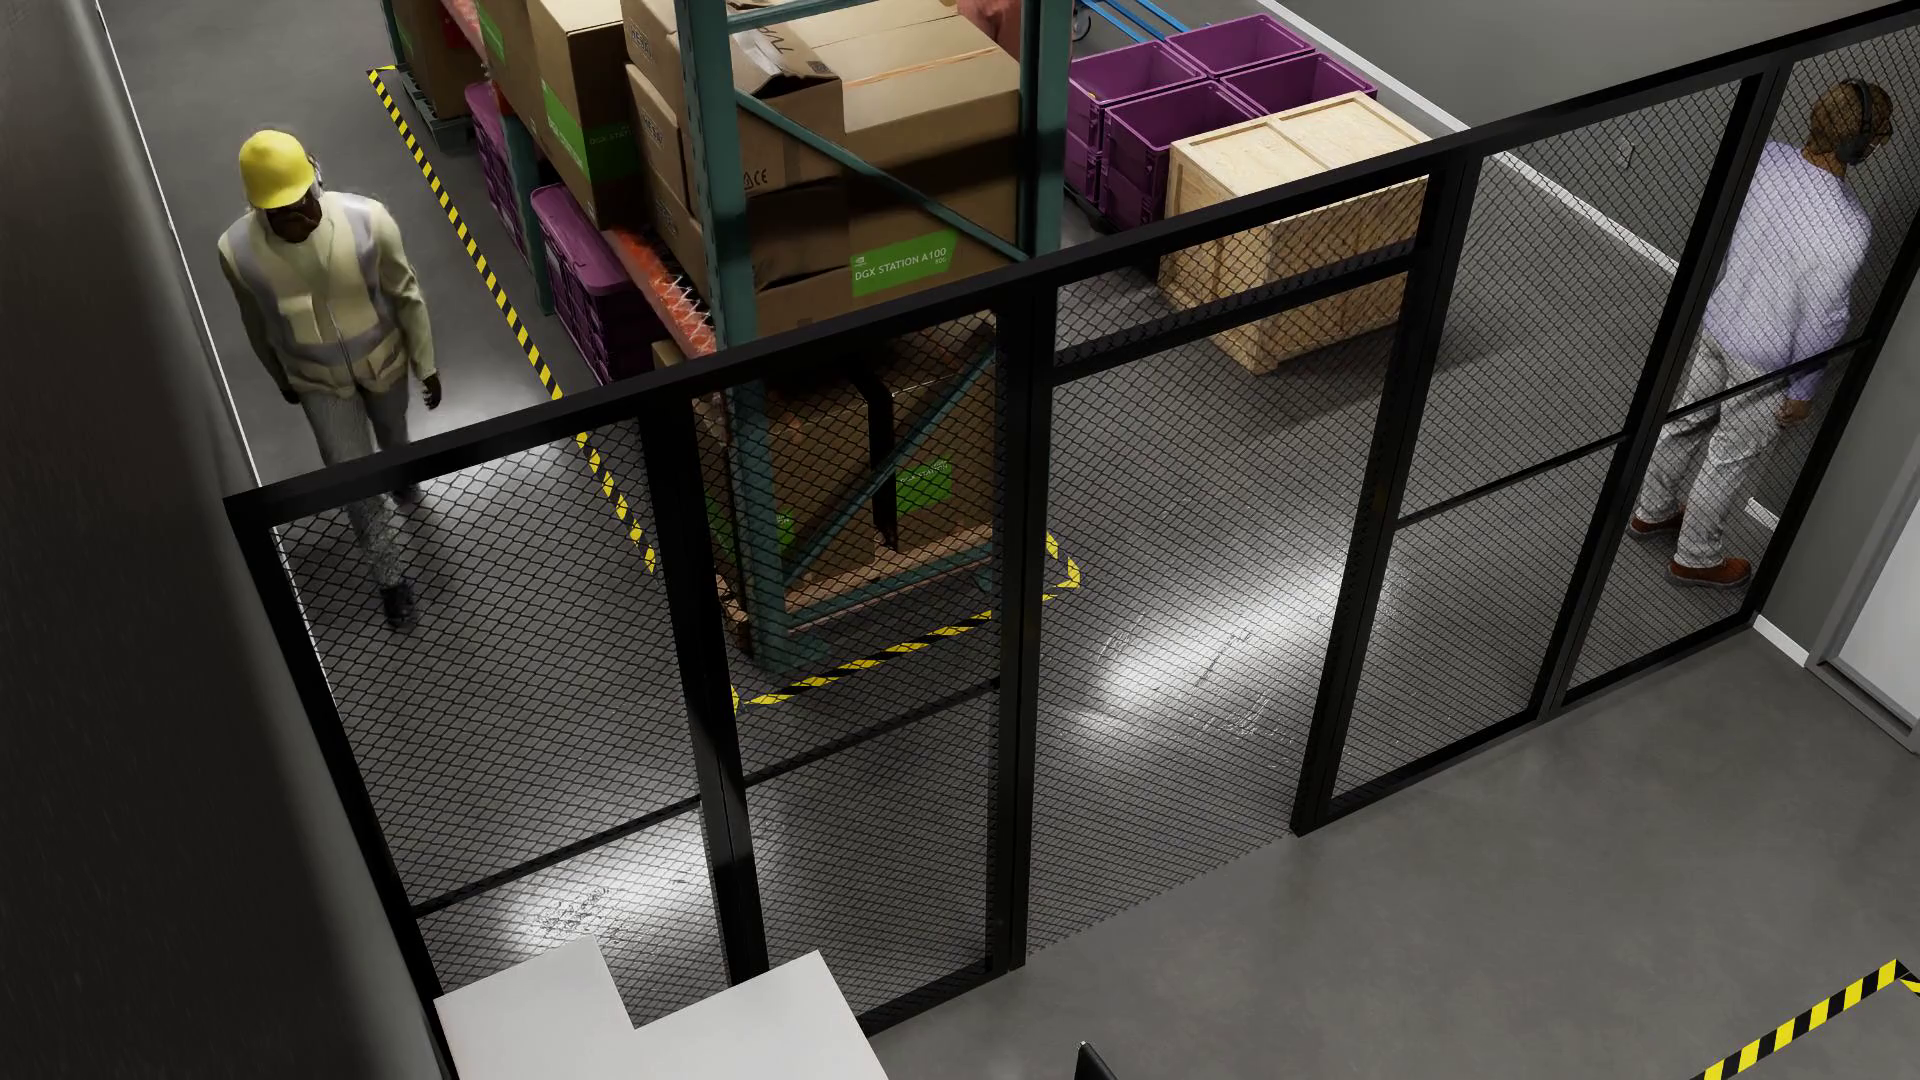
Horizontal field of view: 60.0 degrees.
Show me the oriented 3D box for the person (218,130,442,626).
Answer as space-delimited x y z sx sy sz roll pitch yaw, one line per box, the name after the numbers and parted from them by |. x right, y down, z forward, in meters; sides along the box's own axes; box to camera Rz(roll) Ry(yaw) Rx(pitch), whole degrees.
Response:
-2.143 -0.665 5.791 0.582 1.784 0.961 -18 45 -19 | person

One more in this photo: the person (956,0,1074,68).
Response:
0.200 -1.822 6.898 0.622 1.990 0.399 -32 51 -30 | person

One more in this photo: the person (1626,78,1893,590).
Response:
2.725 -0.668 5.677 0.372 1.940 0.632 -8 43 -9 | person
